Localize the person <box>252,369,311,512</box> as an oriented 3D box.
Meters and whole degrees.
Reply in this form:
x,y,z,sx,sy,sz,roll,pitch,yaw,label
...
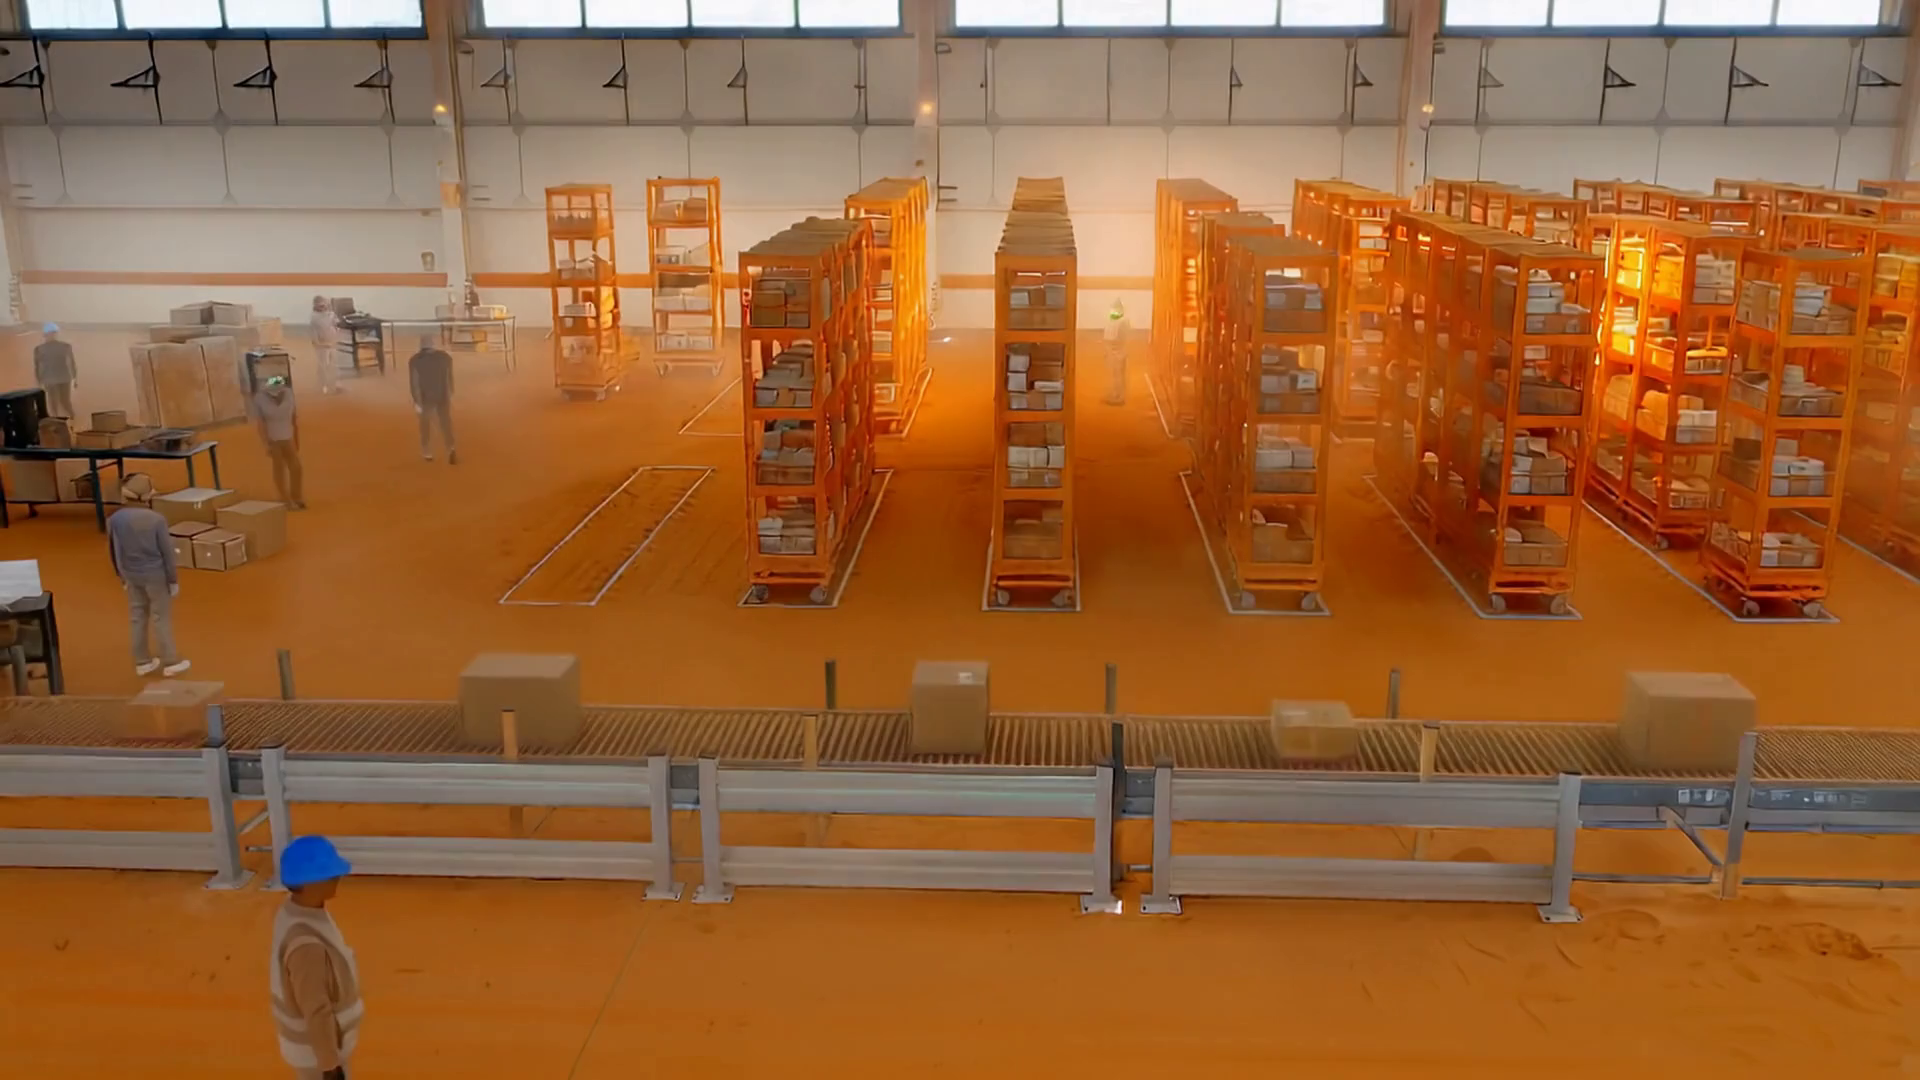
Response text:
x,y,z,sx,sy,sz,roll,pitch,yaw,label
-8.439,-1.223,20.643,0.516,1.810,0.567,15,21,43,person

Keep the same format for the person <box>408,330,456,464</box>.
x,y,z,sx,sy,sz,roll,pitch,yaw,label
-7.422,-2.013,23.462,0.641,1.878,0.836,-10,18,-33,person

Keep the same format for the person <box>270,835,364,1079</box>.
x,y,z,sx,sy,sz,roll,pitch,yaw,label
-2.878,2.245,7.512,0.390,1.949,0.602,-7,17,-26,person

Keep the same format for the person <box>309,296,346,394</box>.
x,y,z,sx,sy,sz,roll,pitch,yaw,label
-10.970,-3.387,28.848,0.550,1.723,0.395,-13,20,-39,person

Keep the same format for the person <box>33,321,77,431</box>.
x,y,z,sx,sy,sz,roll,pitch,yaw,label
-13.831,-2.471,25.423,0.395,1.731,0.571,12,19,38,person

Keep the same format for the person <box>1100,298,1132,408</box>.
x,y,z,sx,sy,sz,roll,pitch,yaw,label
2.585,-3.115,27.694,0.408,1.819,0.672,-9,17,-29,person

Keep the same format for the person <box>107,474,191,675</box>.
x,y,z,sx,sy,sz,roll,pitch,yaw,label
-7.272,0.313,14.910,0.600,1.827,0.403,3,15,11,person
